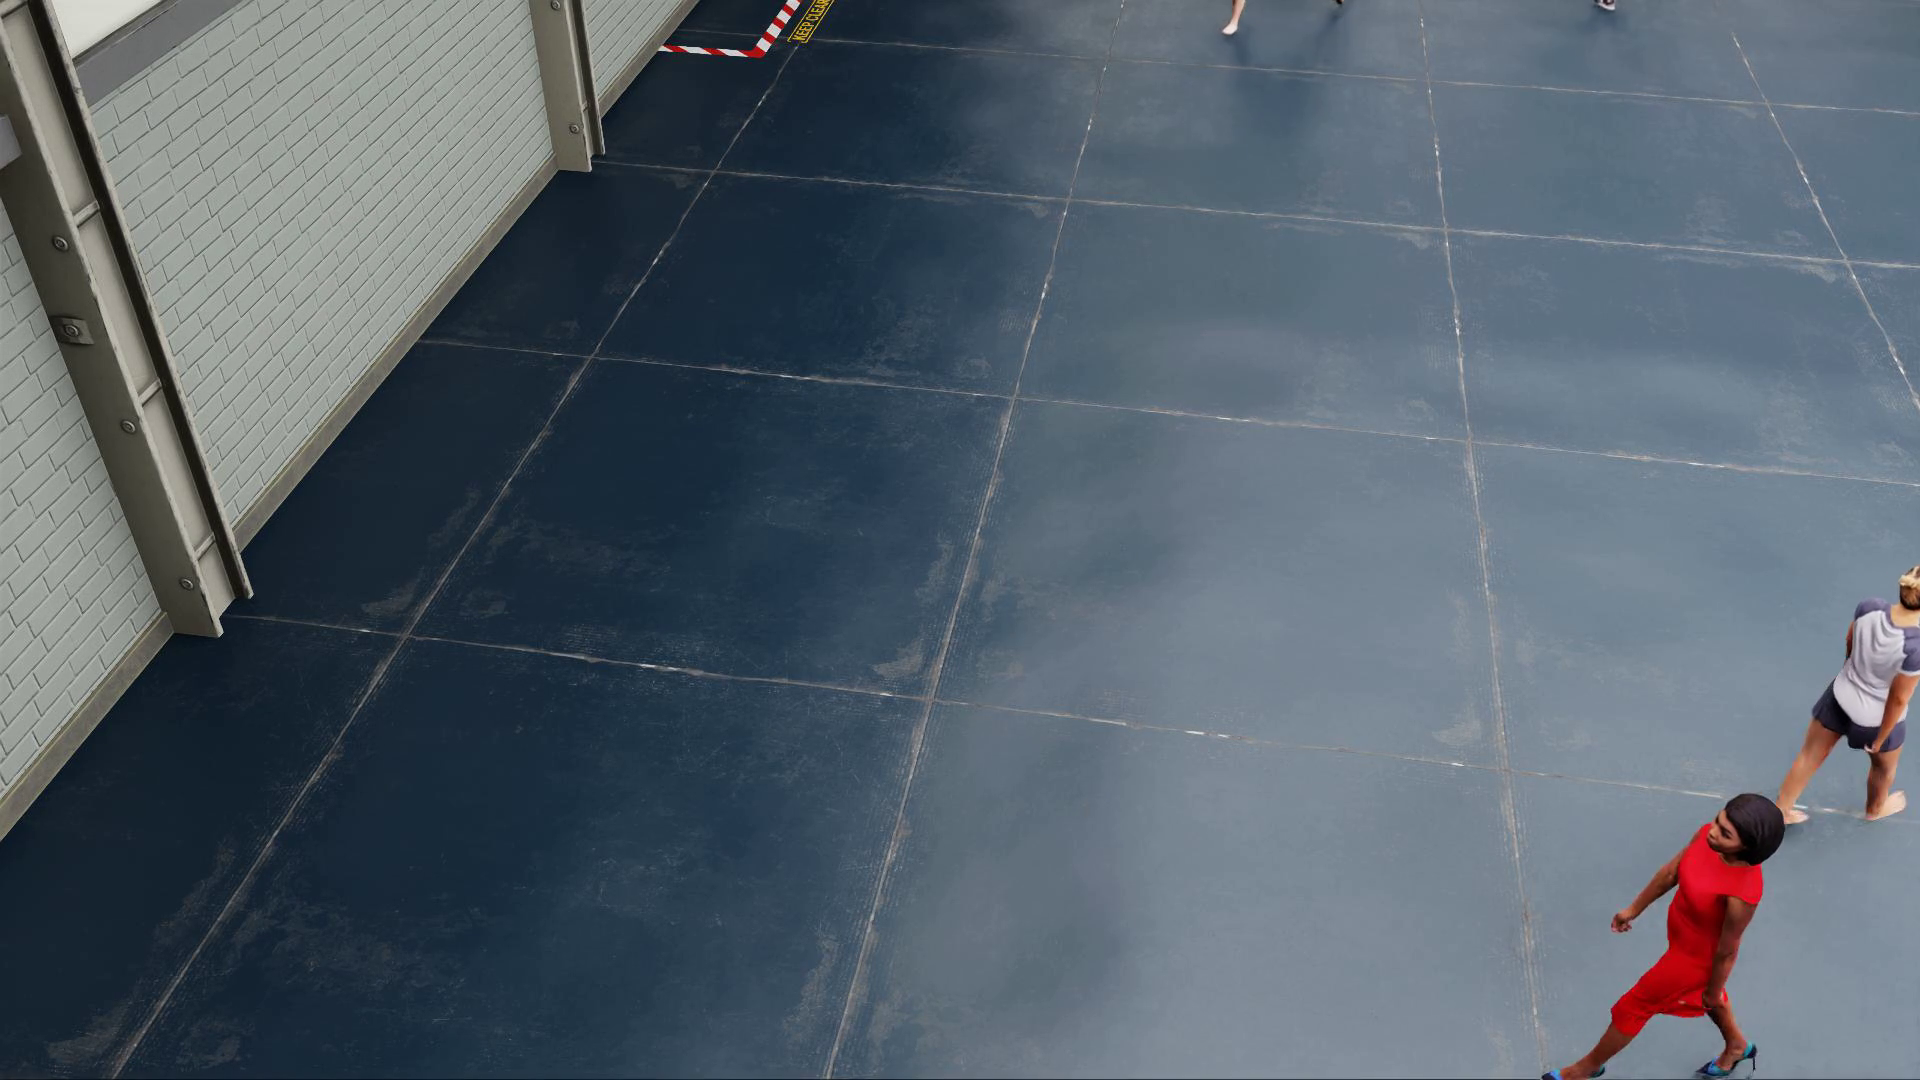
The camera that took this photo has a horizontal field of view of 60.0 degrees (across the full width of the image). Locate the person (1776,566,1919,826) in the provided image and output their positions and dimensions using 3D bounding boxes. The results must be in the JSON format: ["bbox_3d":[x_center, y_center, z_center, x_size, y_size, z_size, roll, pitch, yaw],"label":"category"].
[{"bbox_3d":[4.117,0.798,7.697,0.931,1.594,0.950,-15,41,-19],"label":"person"}]

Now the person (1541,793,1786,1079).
[{"bbox_3d":[2.971,1.628,6.554,0.713,1.695,1.063,2,38,3],"label":"person"}]
